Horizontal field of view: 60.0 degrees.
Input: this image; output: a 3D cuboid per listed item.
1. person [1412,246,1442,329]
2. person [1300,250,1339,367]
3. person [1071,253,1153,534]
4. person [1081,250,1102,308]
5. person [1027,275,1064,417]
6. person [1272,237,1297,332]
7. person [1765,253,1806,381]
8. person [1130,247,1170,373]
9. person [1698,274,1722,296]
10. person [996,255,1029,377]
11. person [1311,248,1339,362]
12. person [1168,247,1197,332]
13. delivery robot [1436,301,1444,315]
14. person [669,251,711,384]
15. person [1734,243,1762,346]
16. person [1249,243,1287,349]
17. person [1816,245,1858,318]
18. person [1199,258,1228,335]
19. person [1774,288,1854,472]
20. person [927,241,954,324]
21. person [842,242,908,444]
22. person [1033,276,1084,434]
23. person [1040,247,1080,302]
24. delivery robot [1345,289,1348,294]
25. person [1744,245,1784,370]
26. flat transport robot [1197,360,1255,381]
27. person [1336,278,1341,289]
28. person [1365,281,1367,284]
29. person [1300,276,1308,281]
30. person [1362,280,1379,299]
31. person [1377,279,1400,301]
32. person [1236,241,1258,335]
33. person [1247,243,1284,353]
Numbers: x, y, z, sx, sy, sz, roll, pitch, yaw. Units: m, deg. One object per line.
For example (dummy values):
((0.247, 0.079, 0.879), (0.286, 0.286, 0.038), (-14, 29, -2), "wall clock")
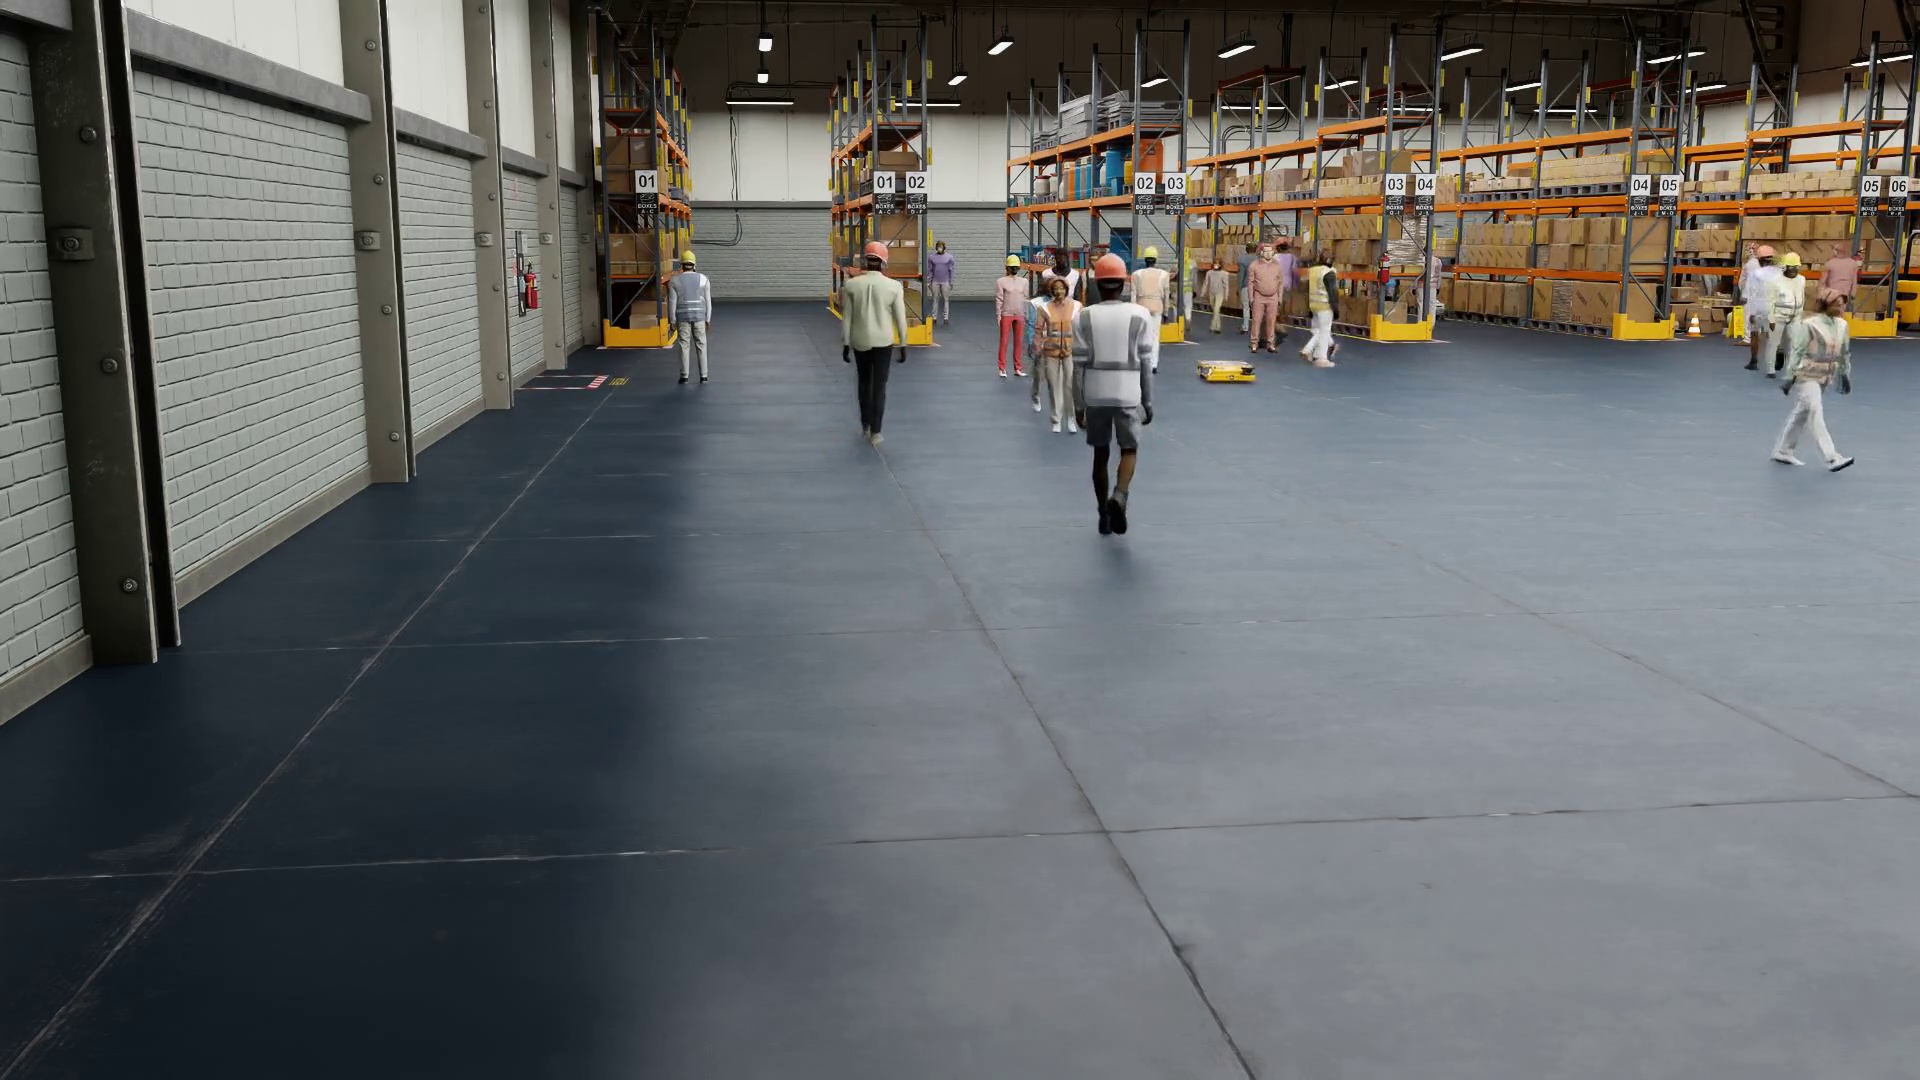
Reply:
((10.246, -5.545, 36.537), (0.621, 1.845, 0.429), (0, 10, 0), "person")
((5.658, -3.600, 25.954), (0.449, 1.820, 0.634), (-2, 11, -12), "person")
((1.014, -0.957, 11.169), (0.565, 1.920, 0.674), (2, 11, 10), "person")
((2.256, -3.812, 27.109), (0.528, 1.823, 0.729), (3, 11, 17), "person")
((1.005, -2.231, 19.028), (0.521, 1.612, 0.807), (-2, 10, -8), "person")
((6.740, -5.388, 35.234), (0.634, 2.002, 0.916), (-4, 11, -19), "person")
((11.594, -3.103, 23.266), (0.621, 1.796, 0.786), (-2, 10, -10), "person")
((2.851, -3.439, 24.926), (0.599, 1.881, 0.988), (1, 10, 3), "person")
((19.820, -6.939, 44.009), (0.642, 1.911, 0.915), (-2, 10, -9), "person")
((0.770, -3.248, 24.156), (0.533, 1.767, 0.312), (-4, 11, -23), "person")
((5.894, -3.779, 26.869), (0.527, 1.838, 0.655), (-8, 13, -36), "person")
((4.640, -5.228, 34.823), (0.645, 1.832, 0.504), (0, 10, -2), "person")
((11.525, -5.682, 40.559), (0.477, 0.478, 0.707), (-1, 10, -8), "delivery robot")
((-3.728, -3.067, 22.972), (0.586, 1.835, 0.403), (-4, 11, -19), "person")
((14.694, -4.560, 30.959), (0.406, 1.911, 0.636), (9, 14, 41), "person")
((5.581, -4.405, 30.071), (0.577, 1.925, 0.547), (2, 10, 9), "person")
((16.960, -4.779, 32.248), (0.674, 1.881, 0.741), (0, 10, 1), "person")
((5.239, -5.022, 34.362), (0.528, 1.589, 0.833), (8, 13, 39), "person")
((7.471, -1.379, 14.419), (0.579, 1.581, 0.934), (-5, 11, -25), "person")
((-0.450, -5.977, 38.670), (0.645, 1.938, 0.438), (1, 10, 6), "person")
((-0.828, -1.962, 16.529), (0.647, 1.966, 0.769), (1, 10, 8), "person")
((1.026, -1.885, 17.071), (0.552, 1.613, 0.665), (0, 10, 1), "person")
((1.459, -3.338, 24.350), (0.598, 1.886, 0.753), (0, 10, -3), "person")
((11.420, -7.277, 49.305), (0.707, 0.478, 0.477), (-6, 12, -30), "delivery robot")
((12.166, -3.482, 25.058), (0.547, 1.909, 0.822), (-1, 10, -4), "person")
((3.789, -2.429, 23.767), (0.652, 0.197, 1.431), (0, 10, 2), "flat transport robot")
((11.765, -8.334, 51.543), (0.613, 1.951, 0.408), (3, 11, 15), "person")
((12.733, -8.381, 51.727), (0.393, 1.976, 0.713), (4, 11, 23), "person")
((9.887, -7.542, 47.074), (0.620, 2.010, 0.977), (0, 10, -1), "person")
((10.302, -6.491, 41.301), (0.610, 1.996, 0.379), (2, 11, 10), "person")
((10.592, -6.266, 40.980), (0.542, 1.652, 0.835), (7, 13, 35), "person")
((6.010, -5.206, 34.414), (0.632, 1.939, 0.368), (-4, 11, -19), "person")
((5.363, -4.233, 29.170), (0.643, 1.909, 0.410), (-1, 10, -5), "person")
